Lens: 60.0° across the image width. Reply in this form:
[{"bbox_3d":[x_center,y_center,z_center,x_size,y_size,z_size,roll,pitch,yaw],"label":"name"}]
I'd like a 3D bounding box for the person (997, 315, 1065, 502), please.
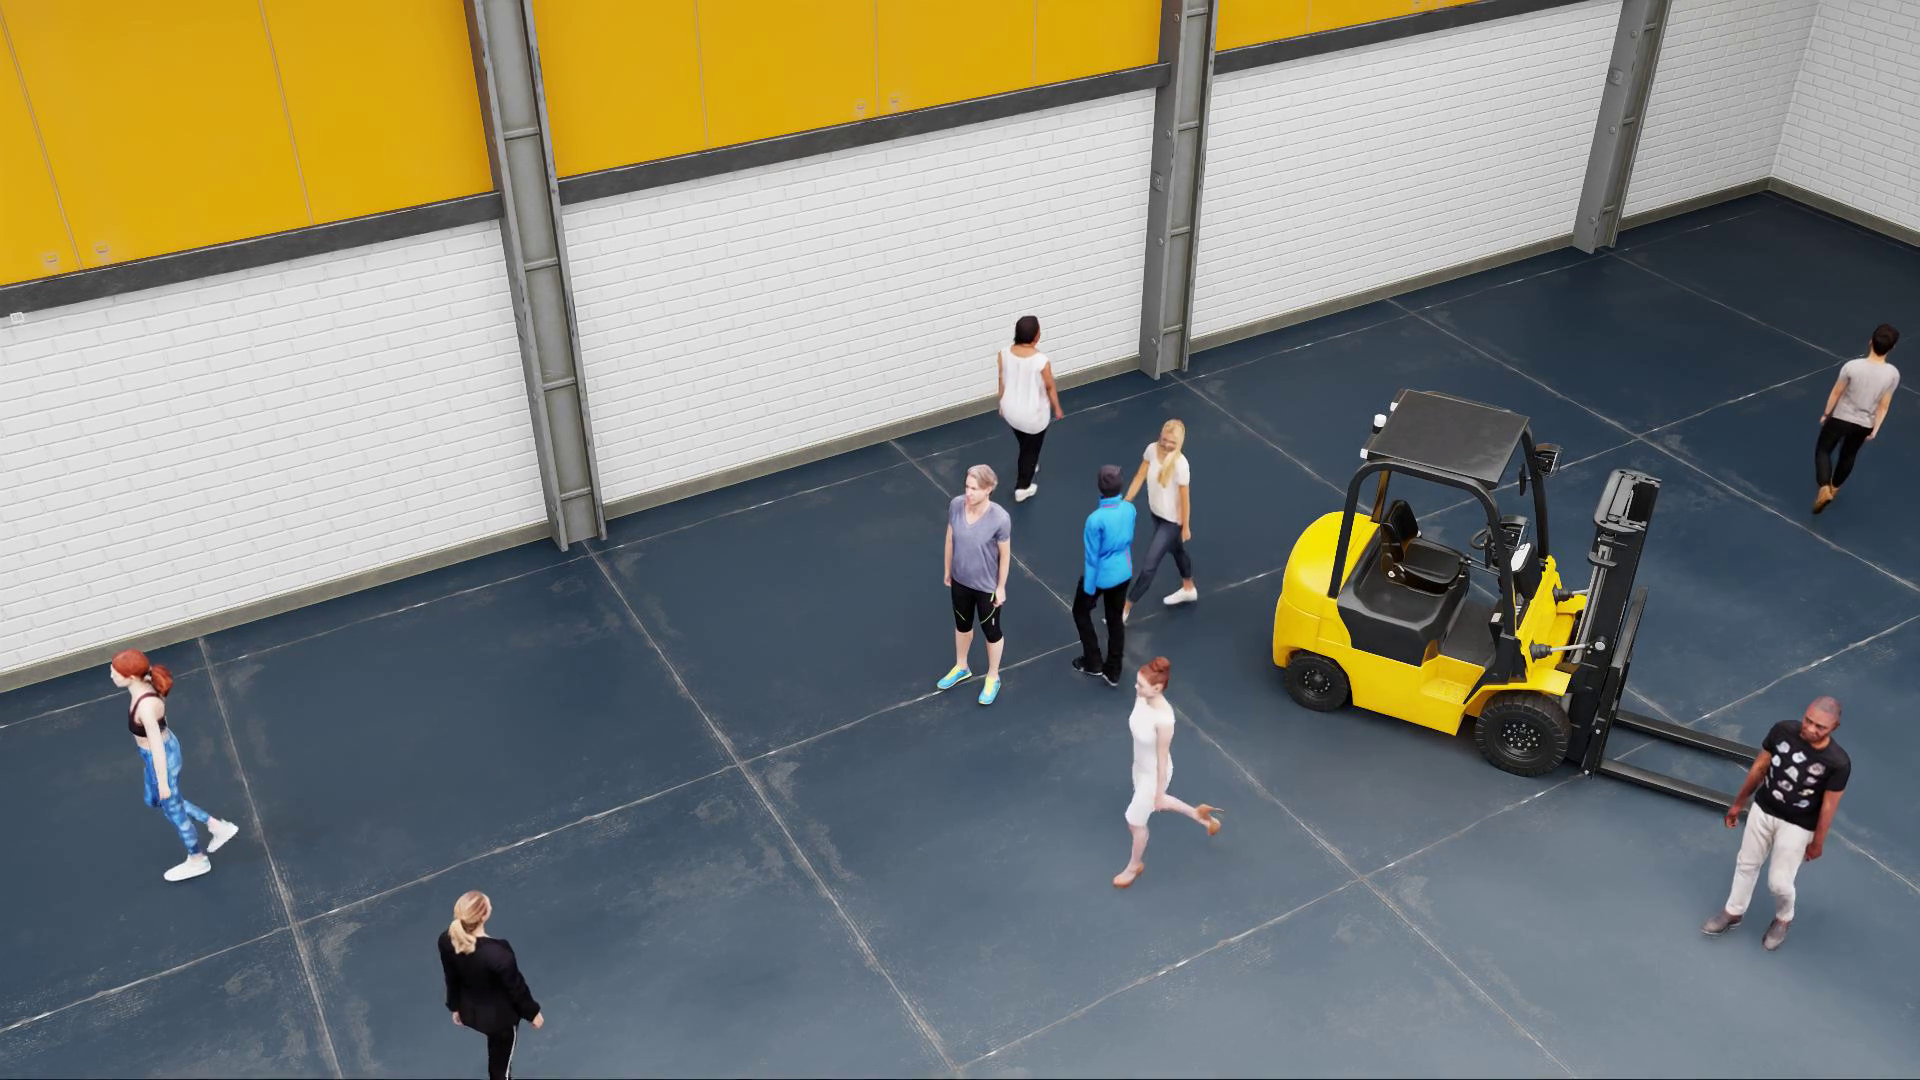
[{"bbox_3d":[0.539,-1.088,14.007,0.789,1.671,0.875,27,42,34],"label":"person"}]

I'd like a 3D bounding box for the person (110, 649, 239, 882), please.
[{"bbox_3d":[-4.798,1.366,10.216,0.732,1.779,0.606,-14,36,-20],"label":"person"}]

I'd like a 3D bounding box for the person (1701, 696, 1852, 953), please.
[{"bbox_3d":[4.889,1.622,9.812,0.701,1.801,0.684,-19,38,-26],"label":"person"}]

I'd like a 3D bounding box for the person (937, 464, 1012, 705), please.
[{"bbox_3d":[0.121,0.287,11.742,0.750,1.888,0.749,19,38,26],"label":"person"}]

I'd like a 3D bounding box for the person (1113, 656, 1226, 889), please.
[{"bbox_3d":[1.268,1.413,10.153,1.054,1.771,0.755,-11,35,-17],"label":"person"}]

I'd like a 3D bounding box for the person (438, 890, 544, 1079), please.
[{"bbox_3d":[-2.469,2.519,8.565,0.746,1.687,0.781,15,36,21],"label":"person"}]

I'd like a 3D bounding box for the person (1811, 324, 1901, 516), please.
[{"bbox_3d":[7.398,-0.975,13.805,0.944,1.707,1.032,12,35,17],"label":"person"}]

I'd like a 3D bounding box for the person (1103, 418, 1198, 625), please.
[{"bbox_3d":[1.630,-0.174,12.548,1.145,1.764,0.711,-12,35,-17],"label":"person"}]

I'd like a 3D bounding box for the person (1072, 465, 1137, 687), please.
[{"bbox_3d":[1.108,0.310,11.805,0.574,1.779,0.725,-22,39,-29],"label":"person"}]
